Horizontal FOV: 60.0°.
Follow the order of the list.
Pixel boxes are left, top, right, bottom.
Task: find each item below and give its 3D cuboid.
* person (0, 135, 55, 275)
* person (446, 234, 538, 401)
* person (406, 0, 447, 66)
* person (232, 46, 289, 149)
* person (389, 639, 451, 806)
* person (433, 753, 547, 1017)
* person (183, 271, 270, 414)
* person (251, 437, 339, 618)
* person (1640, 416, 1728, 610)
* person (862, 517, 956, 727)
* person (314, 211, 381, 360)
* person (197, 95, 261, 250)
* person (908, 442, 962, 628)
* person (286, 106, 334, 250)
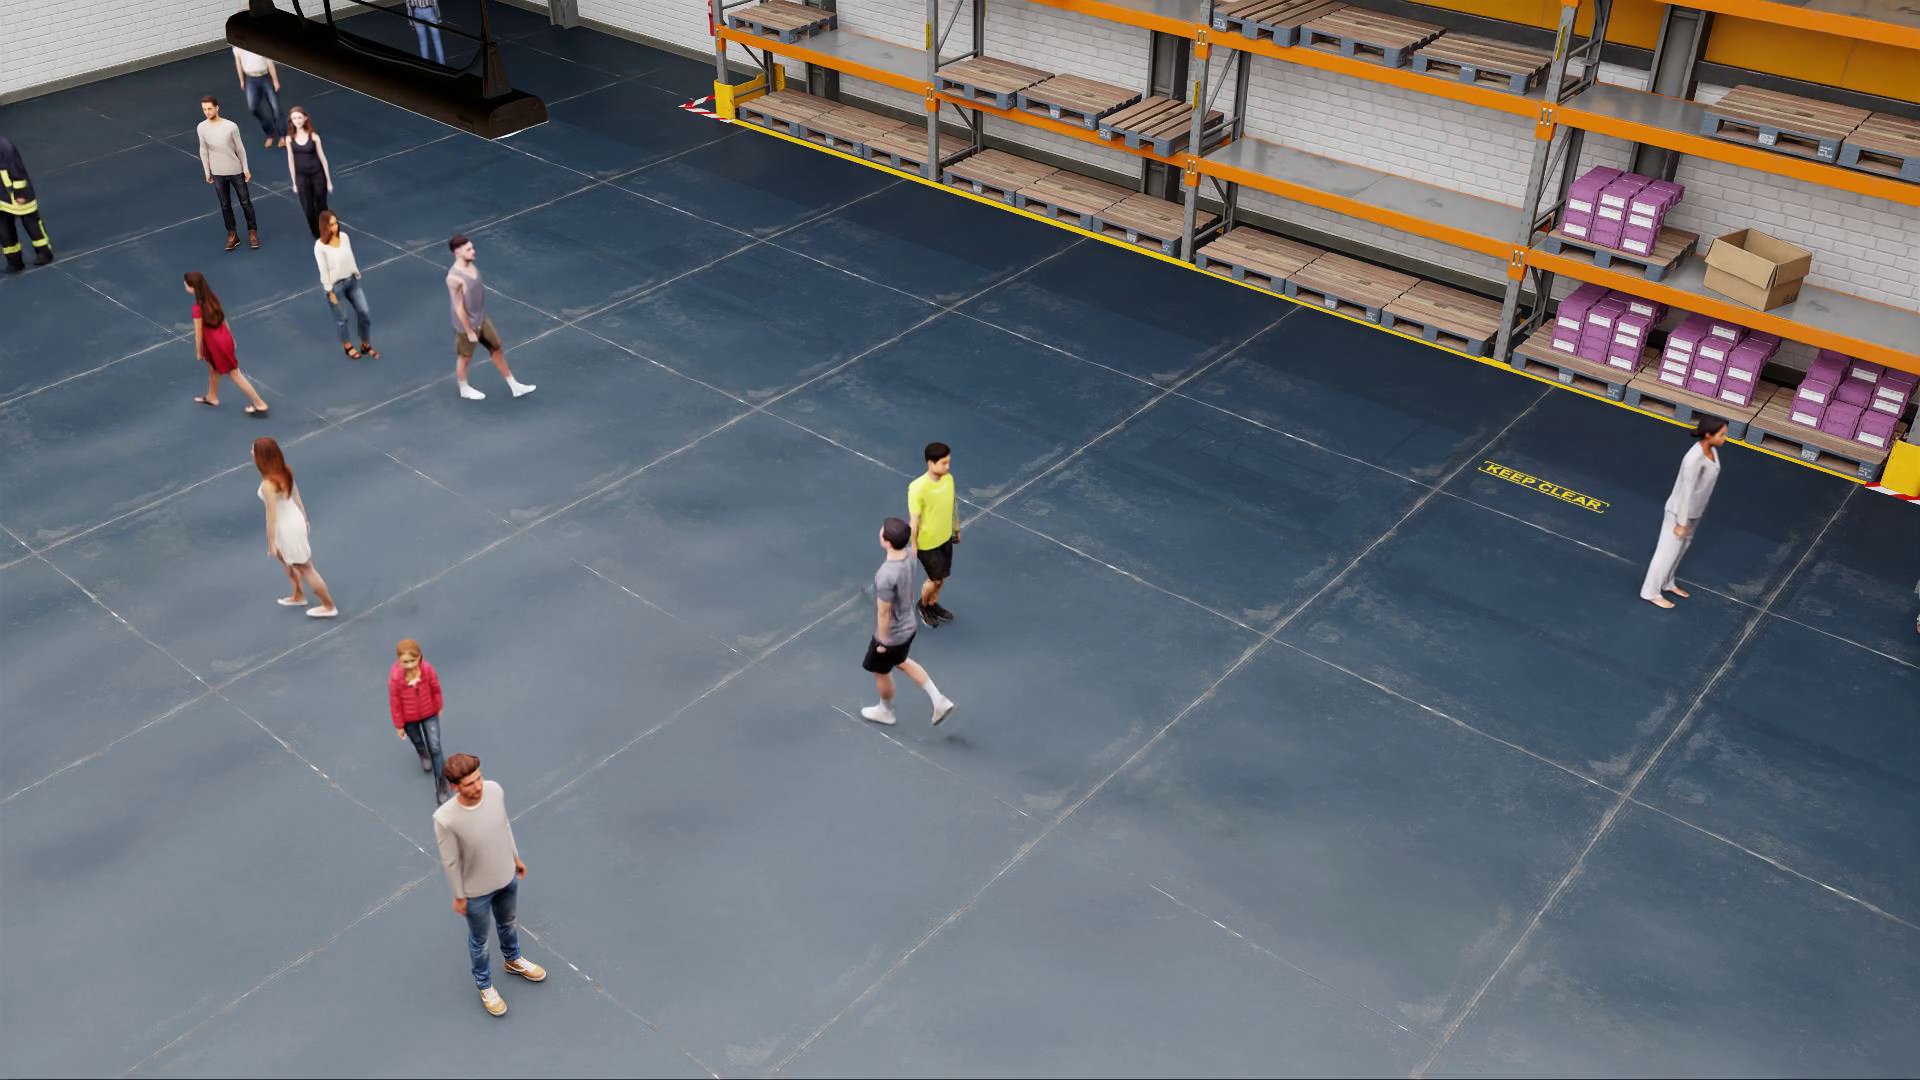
[{"bbox_3d":[-10.976,-4.085,19.316,1.050,1.898,1.096,3,34,4],"label":"person"},{"bbox_3d":[-4.977,-2.192,16.643,1.162,1.816,0.947,7,34,11],"label":"person"},{"bbox_3d":[-8.029,-7.807,25.008,0.704,1.795,0.743,-6,34,-8],"label":"person"},{"bbox_3d":[-9.511,-6.293,22.705,0.870,1.824,0.954,-1,34,-2],"label":"person"},{"bbox_3d":[-3.883,1.219,11.887,0.787,1.289,0.983,-13,36,-18],"label":"person"},{"bbox_3d":[-2.890,2.039,10.097,0.592,1.905,0.672,22,39,29],"label":"person"},{"bbox_3d":[-7.248,-1.902,16.387,1.117,1.505,0.905,5,34,8],"label":"person"},{"bbox_3d":[-5.343,-0.079,13.475,0.902,1.691,0.816,2,34,3],"label":"person"},{"bbox_3d":[5.968,-0.258,13.705,0.559,1.736,0.633,26,42,34],"label":"person"},{"bbox_3d":[-0.395,0.671,12.205,1.058,1.849,0.809,15,36,21],"label":"person"},{"bbox_3d":[-6.523,-2.672,17.398,0.685,1.668,0.657,22,40,30],"label":"person"},{"bbox_3d":[-8.714,-4.386,19.797,0.740,1.866,0.778,-6,34,-8],"label":"person"},{"bbox_3d":[-0.277,-0.061,13.446,0.602,1.695,0.633,26,41,33],"label":"person"},{"bbox_3d":[-7.747,-4.362,19.878,0.765,1.738,0.823,-9,35,-14],"label":"person"}]
